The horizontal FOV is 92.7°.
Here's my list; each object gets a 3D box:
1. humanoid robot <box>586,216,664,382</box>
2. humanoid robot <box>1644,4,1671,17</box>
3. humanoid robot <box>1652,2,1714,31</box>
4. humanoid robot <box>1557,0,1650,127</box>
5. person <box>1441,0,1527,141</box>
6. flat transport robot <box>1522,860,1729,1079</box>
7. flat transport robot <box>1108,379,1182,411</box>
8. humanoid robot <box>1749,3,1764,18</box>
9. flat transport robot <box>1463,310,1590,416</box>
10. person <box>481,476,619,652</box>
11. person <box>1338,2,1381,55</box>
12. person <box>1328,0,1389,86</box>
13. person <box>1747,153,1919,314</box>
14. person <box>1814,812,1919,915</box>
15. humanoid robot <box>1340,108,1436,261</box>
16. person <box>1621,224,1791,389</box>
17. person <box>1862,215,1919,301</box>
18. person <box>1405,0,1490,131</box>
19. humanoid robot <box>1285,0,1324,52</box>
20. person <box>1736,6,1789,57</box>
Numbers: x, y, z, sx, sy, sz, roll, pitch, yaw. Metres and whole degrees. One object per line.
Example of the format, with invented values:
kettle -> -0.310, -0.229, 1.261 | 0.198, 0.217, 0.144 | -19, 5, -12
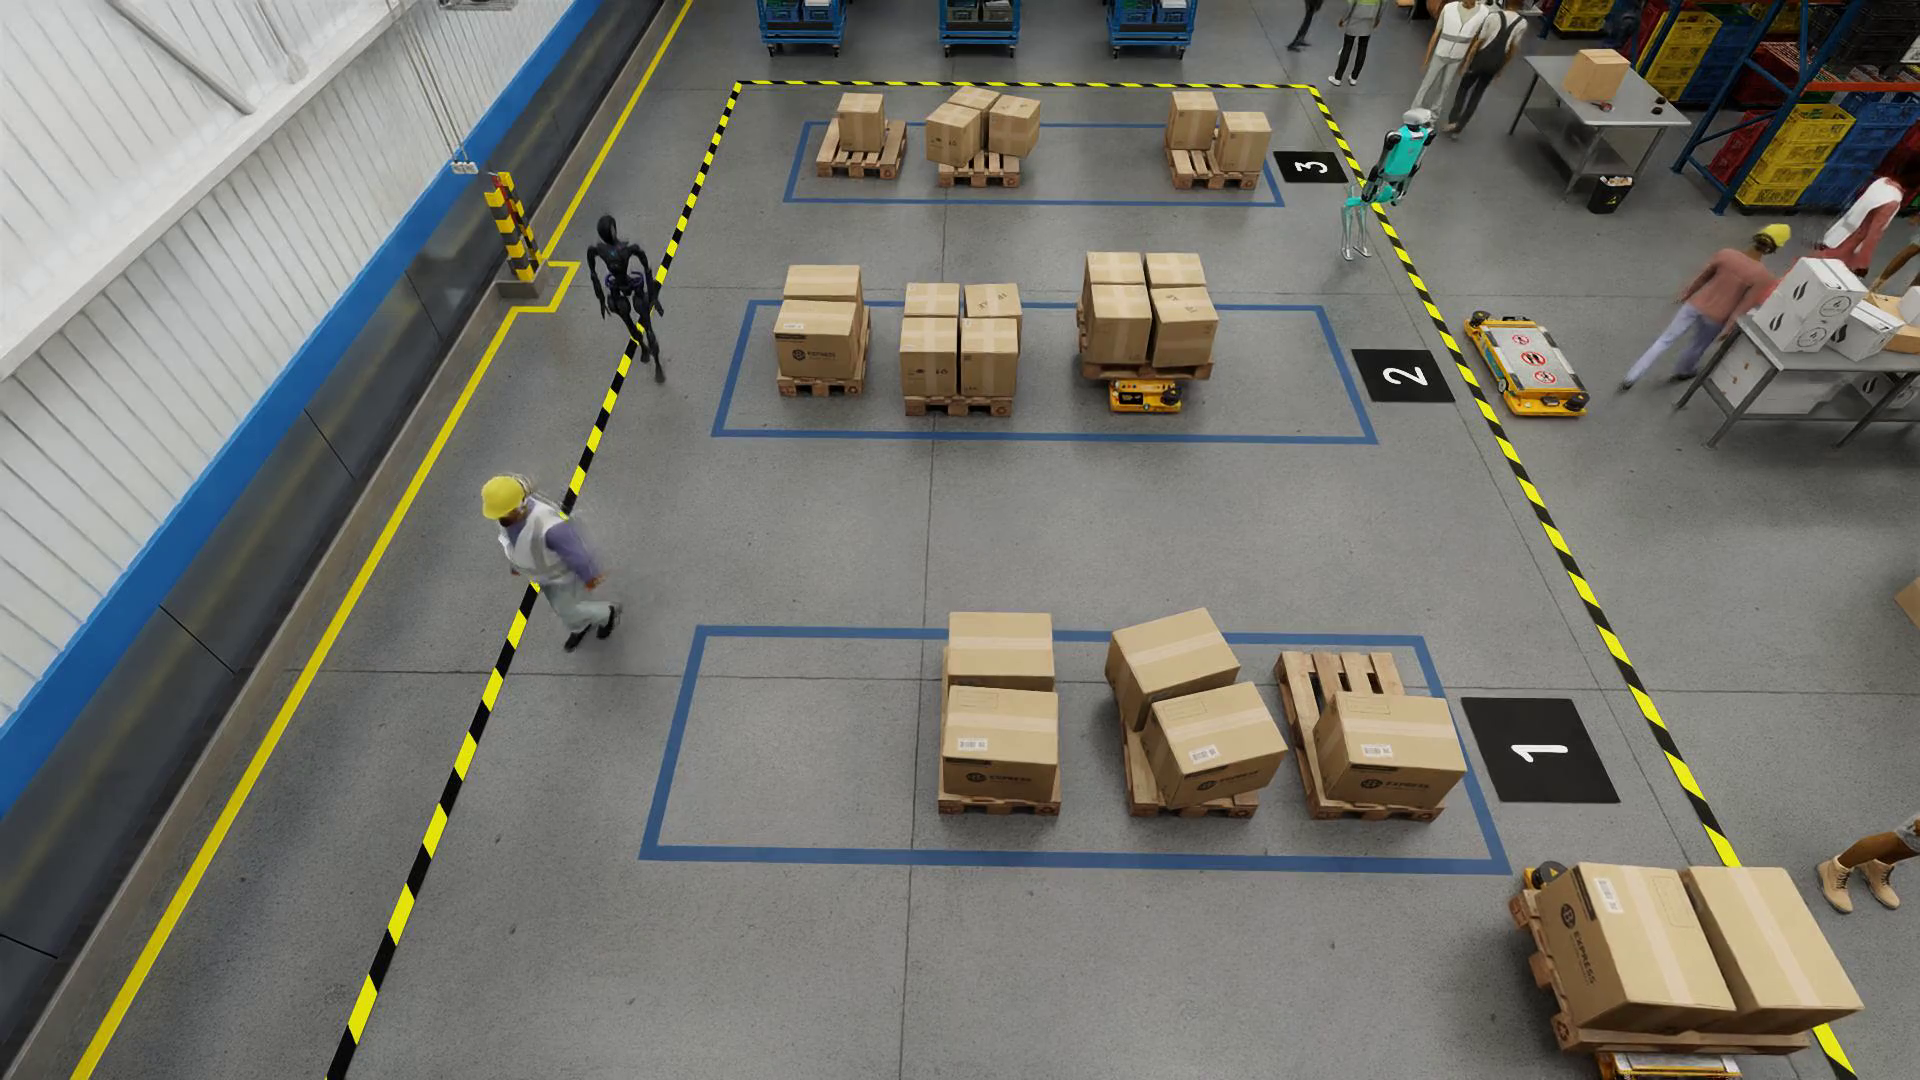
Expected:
humanoid robot -> -3.110, -2.255, 8.569 | 0.585, 1.626, 0.718 | -7, 50, -6
humanoid robot -> 10.026, -7.601, 13.052 | 0.735, 1.677, 0.533 | 26, 54, 21
humanoid robot -> 10.589, -7.928, 13.434 | 0.947, 1.763, 0.537 | 9, 50, 8
humanoid robot -> 8.581, -6.410, 12.175 | 0.690, 1.647, 0.586 | 30, 55, 23
person -> 6.746, -6.080, 11.774 | 0.553, 1.810, 0.448 | 11, 50, 10
flat transport robot -> 3.873, 2.587, 5.276 | 0.652, 0.197, 1.431 | 1, 49, 1
flat transport robot -> 1.773, -1.819, 9.089 | 0.652, 0.197, 1.431 | 1, 49, 1
humanoid robot -> 12.210, -8.171, 13.682 | 0.602, 1.639, 0.345 | 1, 49, 1
flat transport robot -> 5.573, -1.757, 9.054 | 0.659, 0.231, 1.431 | 1, 49, 1
person -> -2.849, 0.188, 6.348 | 0.613, 1.813, 0.427 | 25, 54, 20
person -> 6.093, -8.096, 13.563 | 0.486, 1.746, 0.289 | 21, 52, 17
person -> 5.644, -7.370, 12.867 | 0.587, 1.850, 0.393 | 0, 49, 0
person -> 8.691, -2.882, 8.973 | 1.018, 1.866, 0.592 | 28, 55, 22
person -> 5.645, 1.523, 5.040 | 0.606, 2.048, 0.367 | -2, 49, -2
humanoid robot -> 4.462, -3.850, 9.806 | 0.533, 1.677, 0.735 | -11, 50, -9
person -> 6.854, -2.099, 8.398 | 0.942, 1.698, 0.573 | -21, 52, -17
person -> 10.000, -3.216, 9.145 | 0.614, 2.040, 0.388 | 28, 55, 22
person -> 6.351, -6.281, 11.928 | 0.565, 1.841, 0.378 | 12, 50, 10
humanoid robot -> 5.309, -8.250, 13.751 | 0.524, 1.646, 0.615 | -1, 49, -1
person -> 12.090, -8.015, 13.427 | 0.525, 1.856, 0.364 | 4, 49, 4
